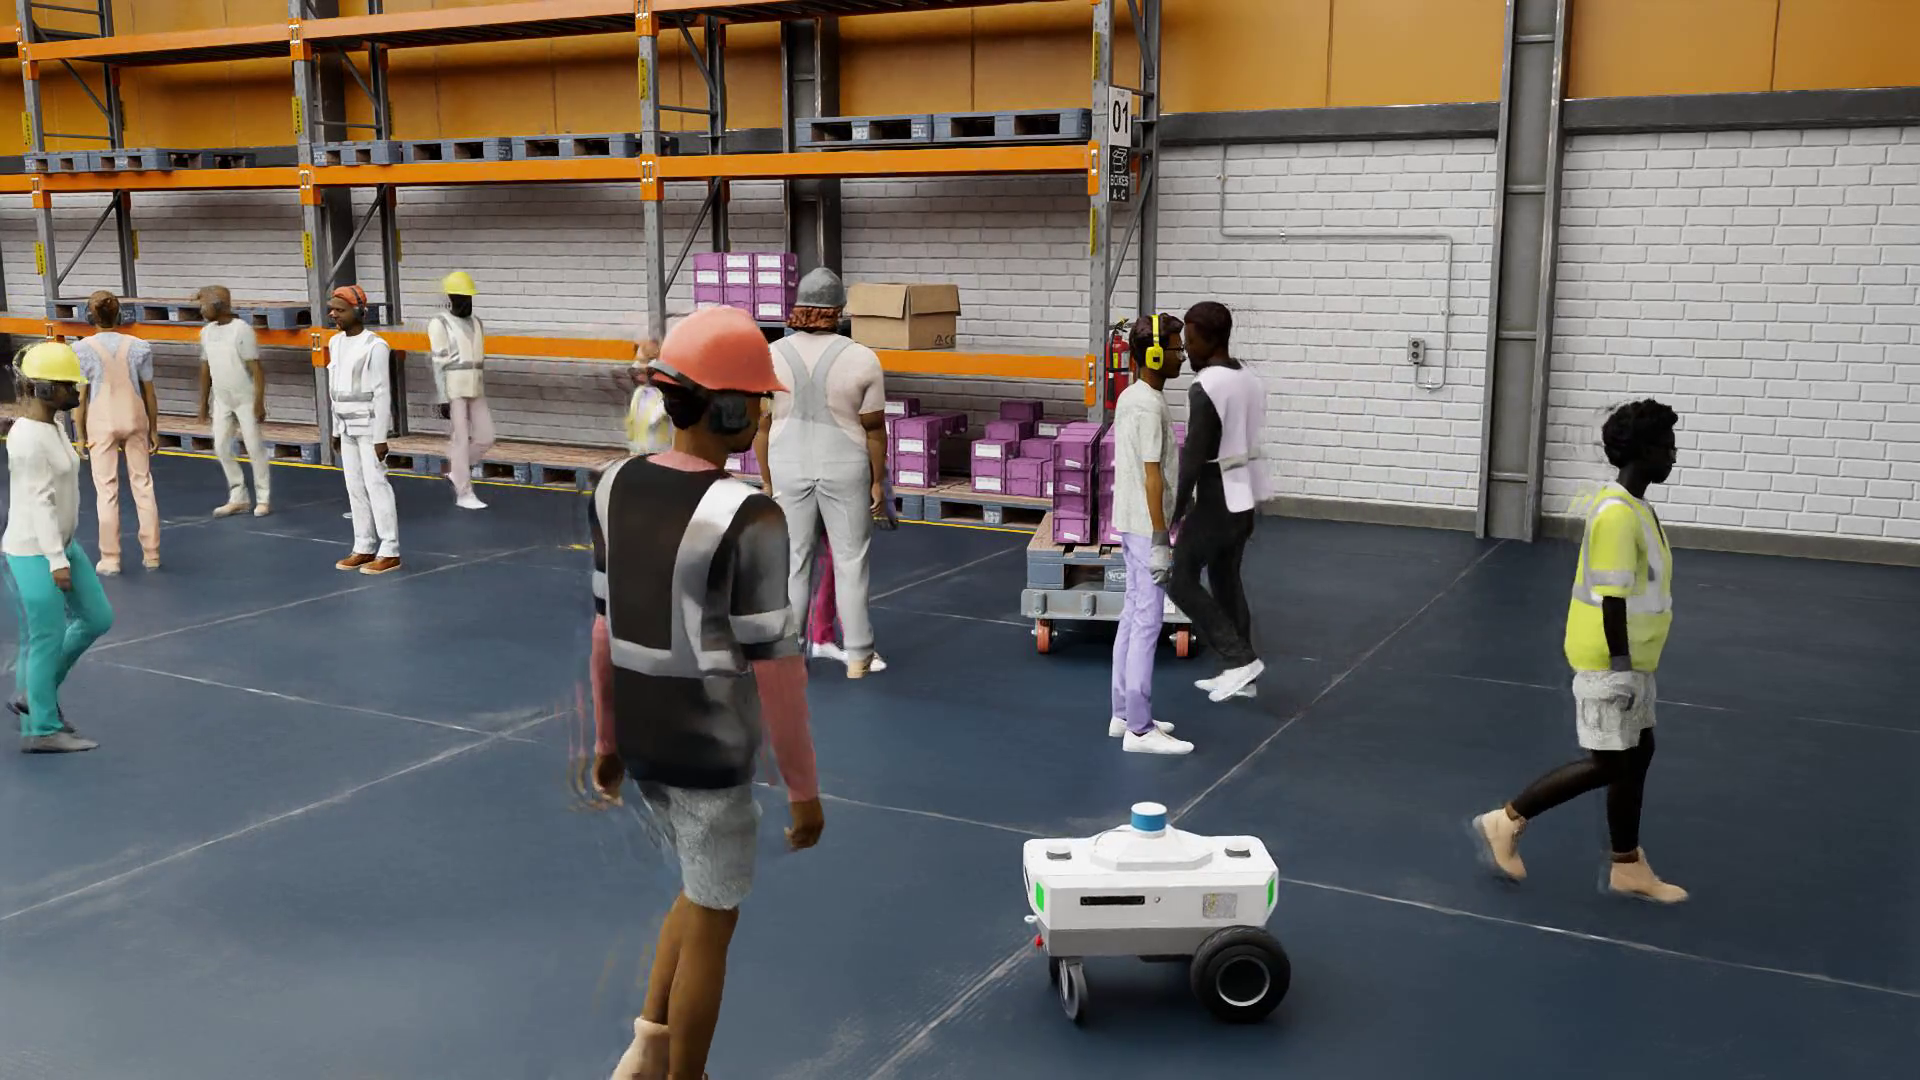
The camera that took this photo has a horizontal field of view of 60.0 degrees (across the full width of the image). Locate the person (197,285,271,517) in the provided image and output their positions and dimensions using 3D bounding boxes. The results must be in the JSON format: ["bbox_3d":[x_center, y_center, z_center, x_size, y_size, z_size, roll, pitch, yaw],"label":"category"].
[{"bbox_3d":[-5.638,-1.073,12.957,0.584,1.821,0.402,3,11,18],"label":"person"}]

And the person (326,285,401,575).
[{"bbox_3d":[-3.901,-0.712,10.842,0.568,1.878,0.352,8,13,39],"label":"person"}]

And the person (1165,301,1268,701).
[{"bbox_3d":[1.194,-0.160,7.743,0.451,1.894,0.608,6,12,29],"label":"person"}]

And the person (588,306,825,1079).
[{"bbox_3d":[-0.590,0.478,3.877,0.646,2.026,0.448,10,14,44],"label":"person"}]

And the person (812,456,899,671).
[{"bbox_3d":[-0.524,-0.140,8.420,0.674,1.599,0.508,6,12,31],"label":"person"}]

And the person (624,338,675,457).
[{"bbox_3d":[-1.669,-0.288,9.195,0.325,1.639,0.523,-9,14,-40],"label":"person"}]

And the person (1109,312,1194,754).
[{"bbox_3d":[0.816,-0.027,7.089,0.324,1.871,0.526,-1,10,-7],"label":"person"}]

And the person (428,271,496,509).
[{"bbox_3d":[-3.990,-1.193,13.355,0.444,1.910,0.595,6,12,29],"label":"person"}]

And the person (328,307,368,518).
[{"bbox_3d":[-4.726,-1.049,13.013,0.343,1.749,0.572,-1,10,-3],"label":"person"}]

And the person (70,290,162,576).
[{"bbox_3d":[-5.473,-0.690,10.791,0.508,1.846,0.345,-8,13,-39],"label":"person"}]

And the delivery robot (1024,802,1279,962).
[{"bbox_3d":[0.539,1.002,4.799,0.707,0.478,0.477,0,10,-2],"label":"delivery robot"}]

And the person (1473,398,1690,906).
[{"bbox_3d":[2.092,0.368,5.447,0.585,1.683,0.549,5,12,28],"label":"person"}]

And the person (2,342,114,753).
[{"bbox_3d":[-3.826,0.044,7.037,0.372,1.750,0.543,-2,11,-10],"label":"person"}]

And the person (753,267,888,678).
[{"bbox_3d":[-0.681,-0.330,8.279,0.682,2.000,0.537,1,10,8],"label":"person"}]
